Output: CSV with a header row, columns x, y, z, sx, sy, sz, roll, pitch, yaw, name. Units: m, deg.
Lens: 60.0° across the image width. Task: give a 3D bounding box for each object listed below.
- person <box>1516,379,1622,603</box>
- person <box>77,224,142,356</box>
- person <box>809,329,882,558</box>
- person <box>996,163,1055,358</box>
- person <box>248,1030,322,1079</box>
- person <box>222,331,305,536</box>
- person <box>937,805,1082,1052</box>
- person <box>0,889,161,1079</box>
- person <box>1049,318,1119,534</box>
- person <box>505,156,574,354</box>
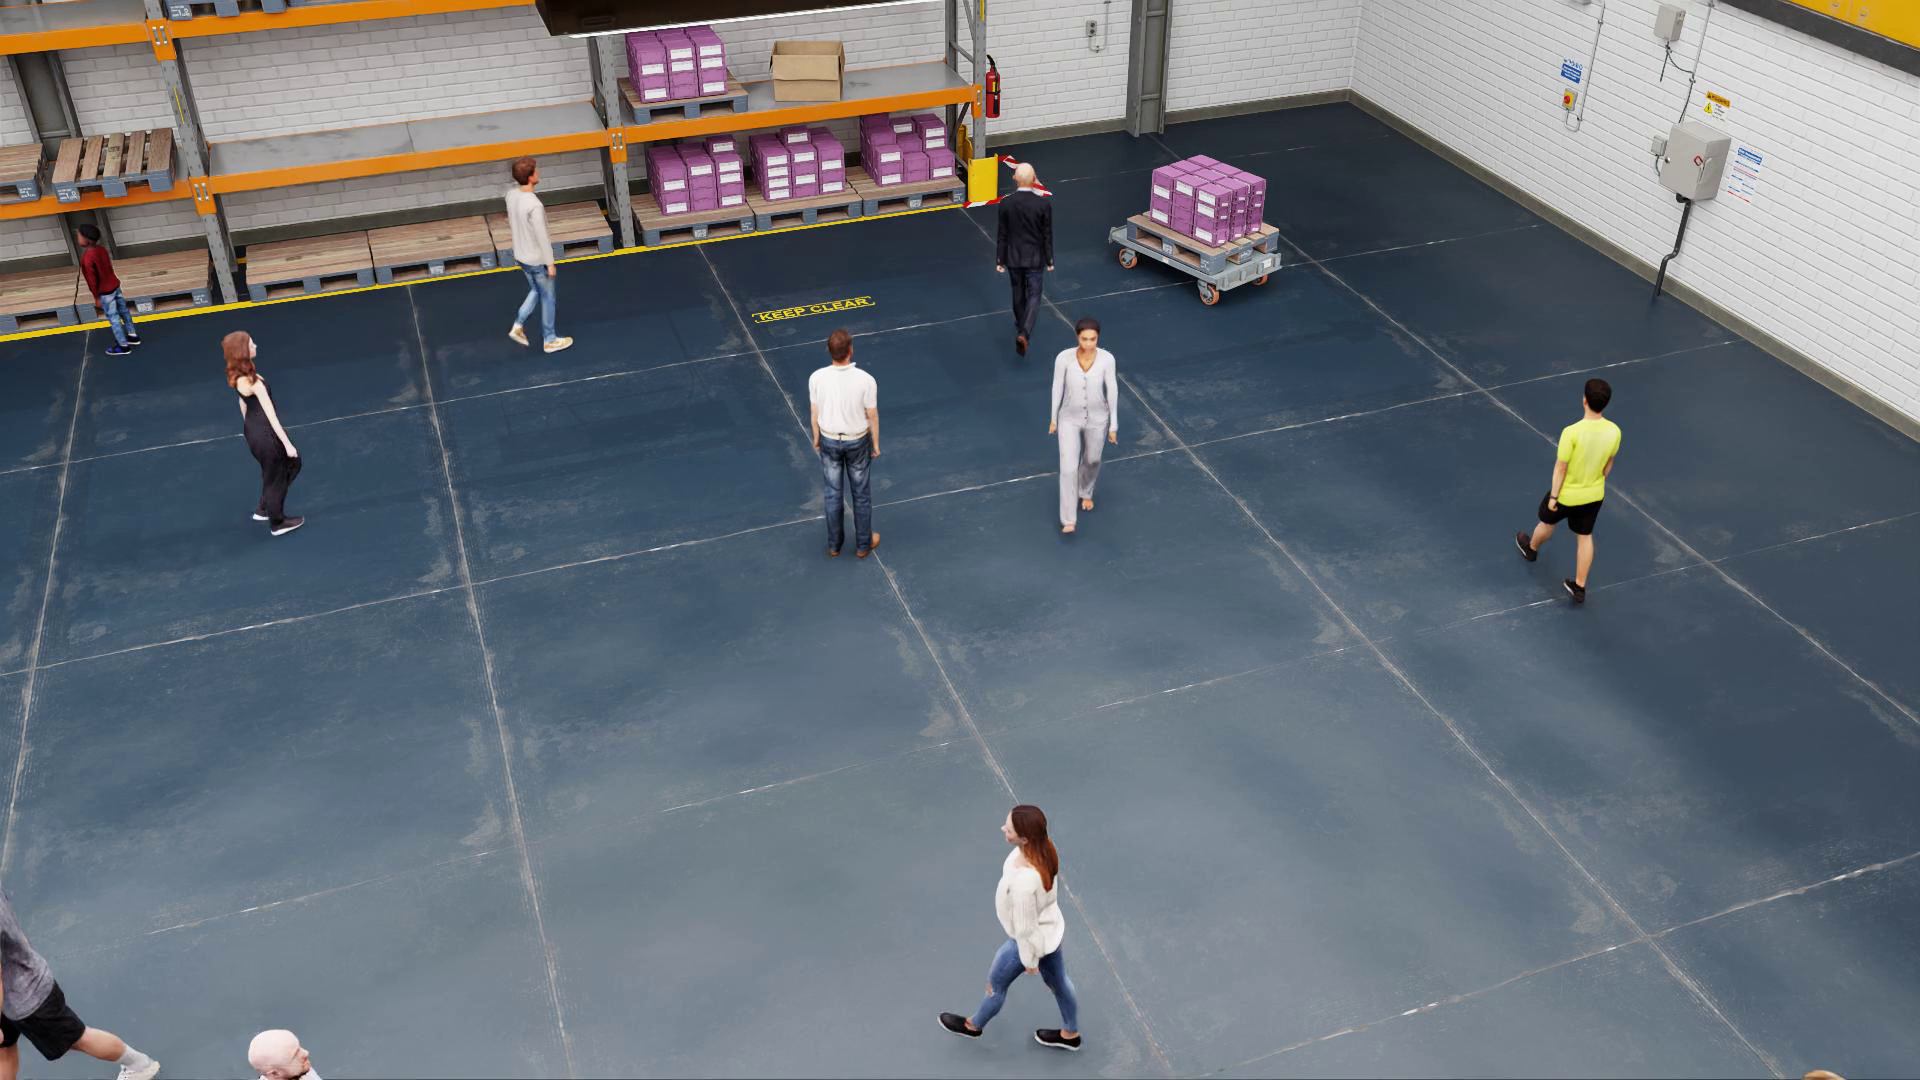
x,y,z,sx,sy,sz,roll,pitch,yaw,name
4.519,-0.324,12.045,1.076,1.665,0.901,-2,34,-4,person
-7.926,-2.346,15.460,0.590,1.251,0.572,2,34,3,person
-0.870,-0.716,12.465,0.676,1.853,0.805,5,34,7,person
0.599,-2.565,15.313,1.159,1.780,1.112,6,34,9,person
-2.875,2.795,7.209,0.887,1.824,0.736,-6,34,-9,person
-5.385,-0.766,12.646,0.774,1.735,0.696,-25,41,-32,person
0.461,2.032,8.510,1.095,1.654,0.997,11,35,16,person
-4.497,2.164,8.152,1.263,1.831,0.856,-21,39,-28,person
0.966,-0.971,12.983,1.051,1.704,0.955,0,34,1,person
-3.960,-2.558,15.200,0.861,1.892,0.960,29,43,36,person
